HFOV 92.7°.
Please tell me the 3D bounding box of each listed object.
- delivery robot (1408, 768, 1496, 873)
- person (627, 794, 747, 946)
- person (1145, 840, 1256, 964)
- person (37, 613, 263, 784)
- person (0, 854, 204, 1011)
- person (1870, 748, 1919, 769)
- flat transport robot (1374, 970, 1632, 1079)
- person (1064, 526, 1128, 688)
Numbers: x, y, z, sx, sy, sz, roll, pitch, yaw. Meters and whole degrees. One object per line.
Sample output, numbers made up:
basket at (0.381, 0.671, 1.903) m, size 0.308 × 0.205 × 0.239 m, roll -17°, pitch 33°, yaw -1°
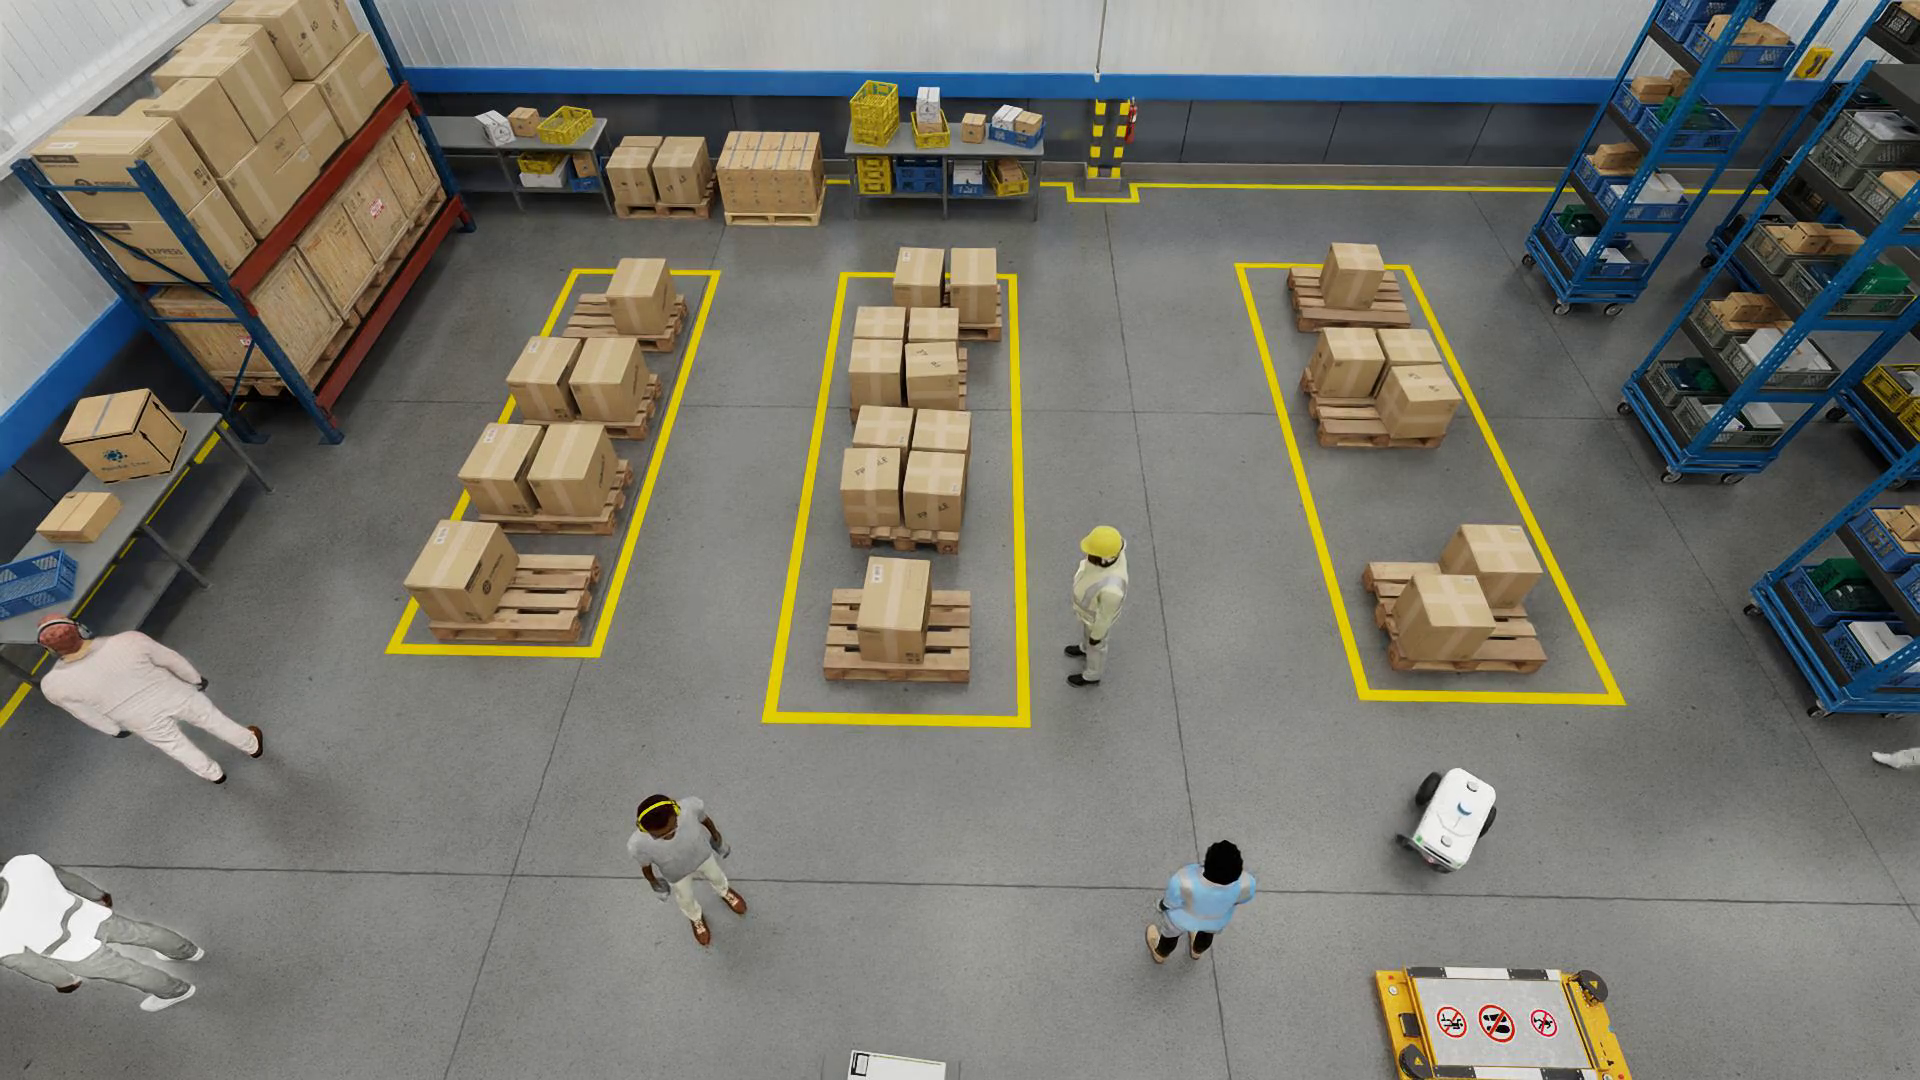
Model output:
delivery robot at (3.550, 2.009, 6.590) m, size 0.477 × 0.478 × 0.707 m, roll 32°, pitch 58°, yaw 23°
person at (-1.708, 2.040, 5.781) m, size 0.530 × 1.869 × 0.311 m, roll -35°, pitch 59°, yaw -25°
person at (1.474, 2.276, 5.698) m, size 0.533 × 1.697 × 0.319 m, roll -2°, pitch 51°, yaw -2°
person at (-5.748, 1.125, 6.504) m, size 0.403 × 1.906 × 0.652 m, roll 35°, pitch 59°, yaw 25°
person at (-5.289, 2.363, 5.487) m, size 0.382 × 1.918 × 0.597 m, roll -9°, pitch 51°, yaw -8°
person at (7.483, 1.431, 6.454) m, size 0.886 × 1.590 × 0.551 m, roll 23°, pitch 54°, yaw 18°
flat transport robot at (3.501, 3.133, 5.914) m, size 1.431 × 0.197 × 0.652 m, roll 1°, pitch 51°, yaw 1°
person at (1.045, 0.514, 7.057) m, size 0.403 × 1.824 × 0.586 m, roll 2°, pitch 51°, yaw 2°
